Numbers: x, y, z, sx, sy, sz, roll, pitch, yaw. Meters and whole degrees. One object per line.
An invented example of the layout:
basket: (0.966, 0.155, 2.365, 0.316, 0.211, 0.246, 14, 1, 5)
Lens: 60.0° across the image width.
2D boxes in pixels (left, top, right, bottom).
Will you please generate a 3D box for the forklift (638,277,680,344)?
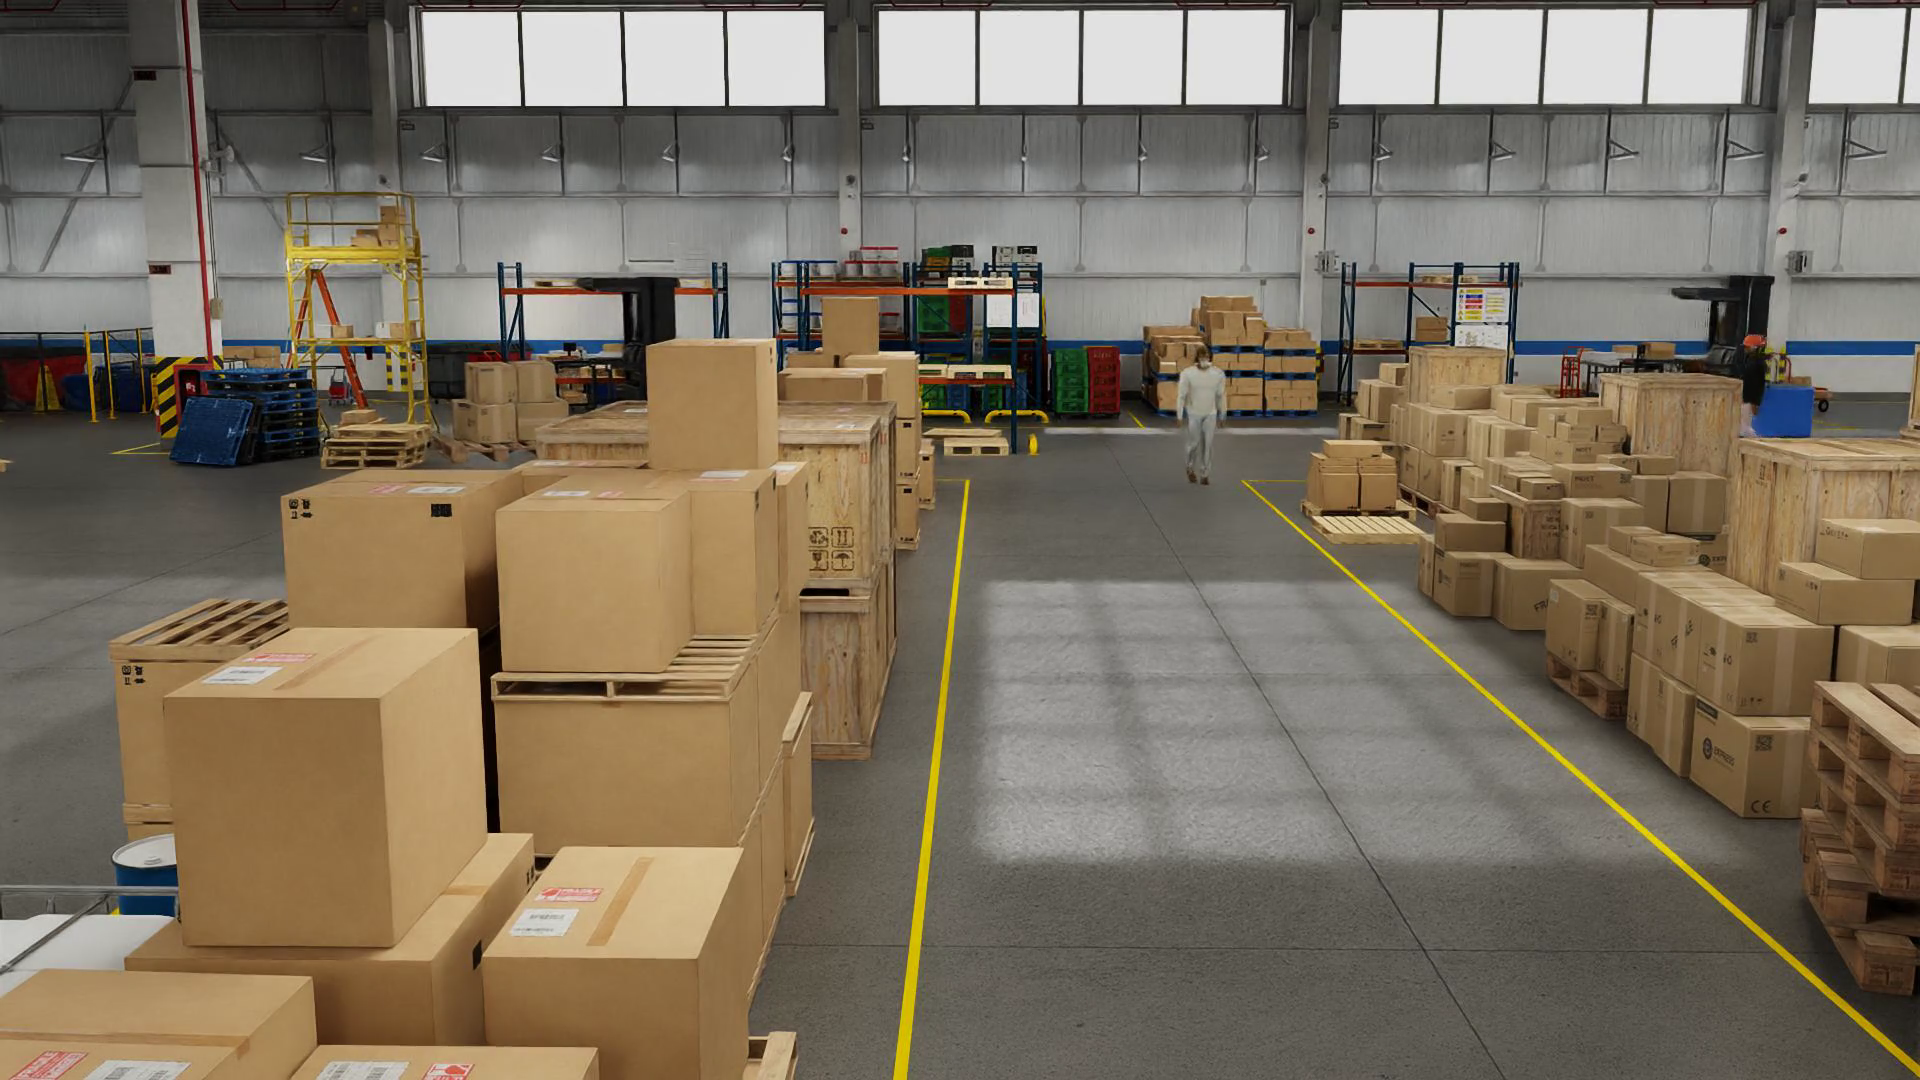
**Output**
forklift: (-4.287, -2.369, 23.824, 1.873, 2.768, 1.129, -4, 10, -25)

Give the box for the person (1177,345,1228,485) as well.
person: (3.296, -1.687, 22.626, 0.668, 1.917, 0.490, -1, 10, -4)

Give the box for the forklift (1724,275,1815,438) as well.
forklift: (12.463, -2.799, 26.399, 1.873, 2.768, 1.129, 0, 9, 1)

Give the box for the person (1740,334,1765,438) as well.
person: (11.779, -2.083, 24.803, 0.461, 1.978, 0.620, 5, 10, 25)

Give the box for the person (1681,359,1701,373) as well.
person: (9.025, -1.324, 20.668, 0.633, 1.842, 0.429, -3, 10, -19)
